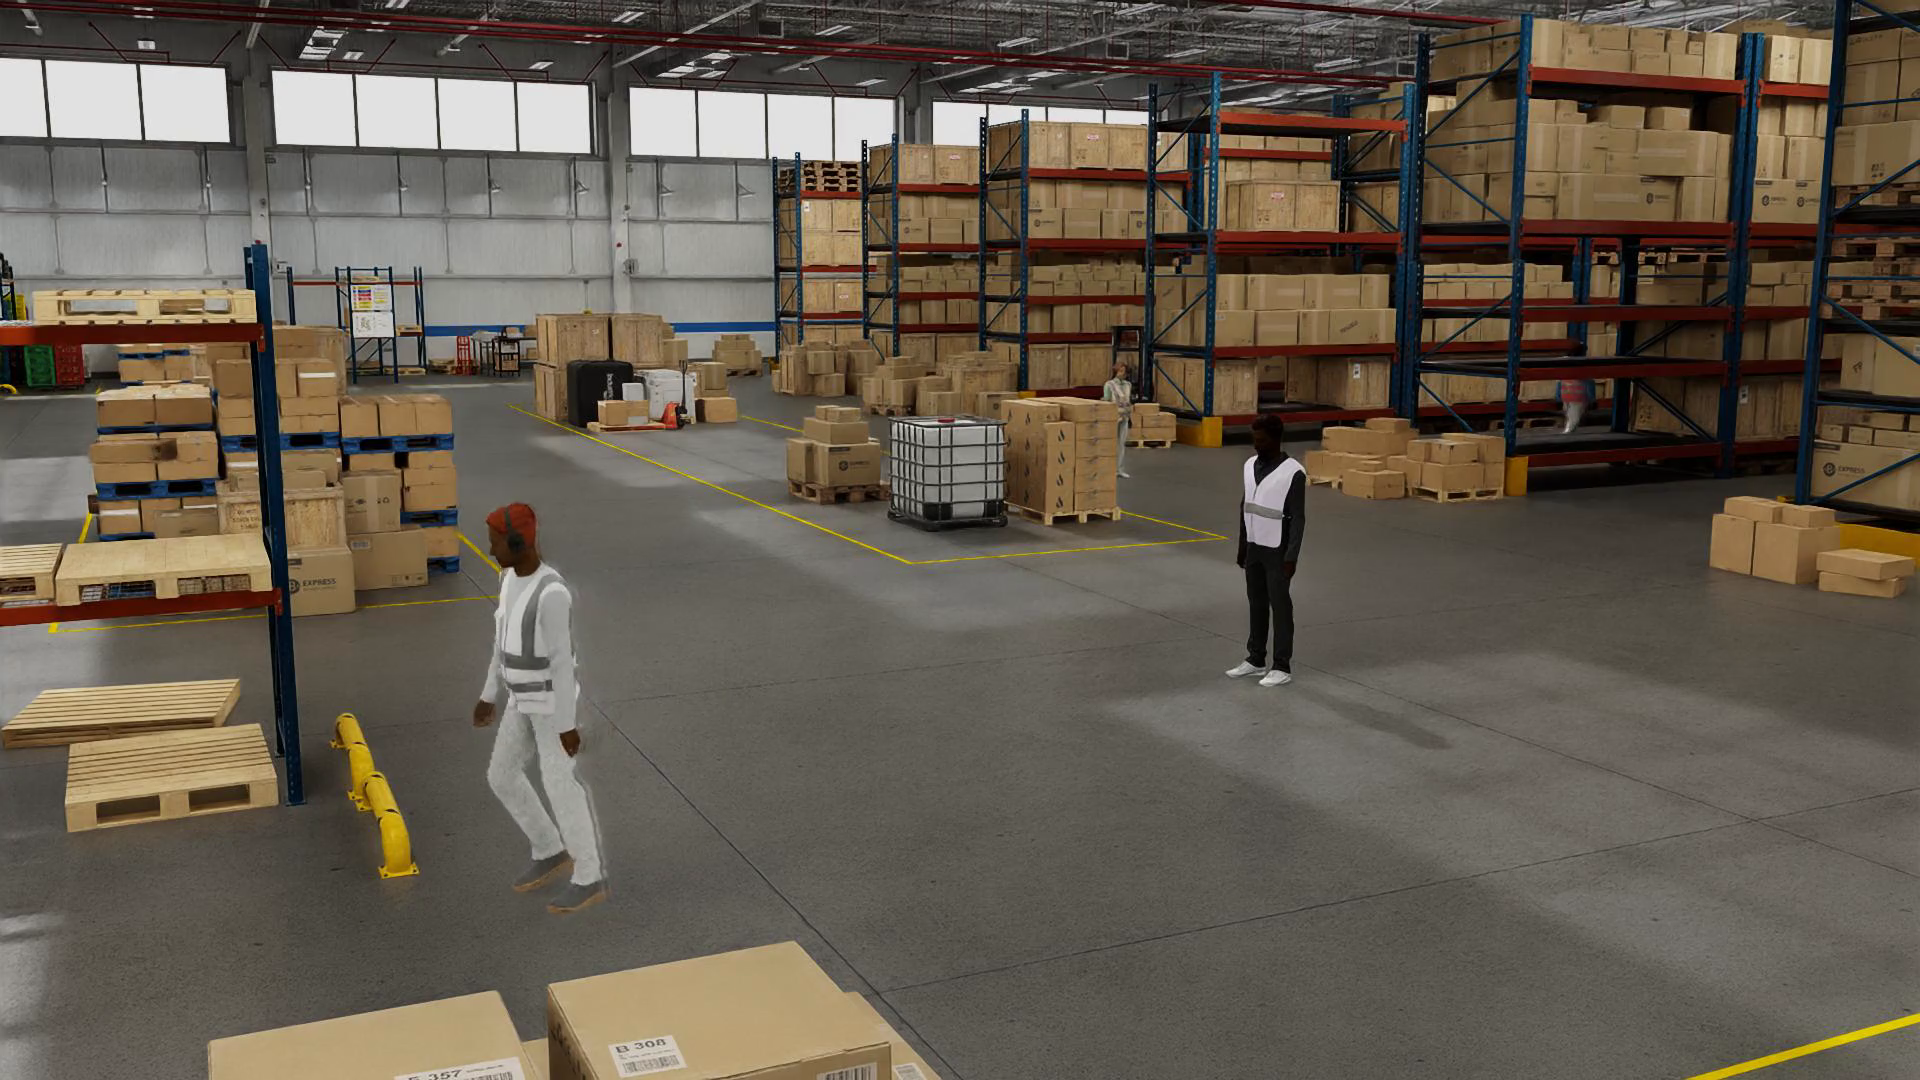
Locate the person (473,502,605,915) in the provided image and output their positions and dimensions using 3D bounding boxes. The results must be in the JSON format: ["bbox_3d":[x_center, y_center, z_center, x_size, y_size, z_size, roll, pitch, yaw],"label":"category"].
[{"bbox_3d":[-1.902,0.746,7.580,0.459,1.864,0.587,-7,11,-36],"label":"person"}]

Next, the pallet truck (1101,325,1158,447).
[{"bbox_3d":[2.881,-2.596,27.923,0.823,1.965,1.885,-1,9,-7],"label":"pallet truck"}]

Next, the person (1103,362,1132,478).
[{"bbox_3d":[2.210,-1.674,23.318,0.520,1.636,0.312,-7,12,-39],"label":"person"}]

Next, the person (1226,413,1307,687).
[{"bbox_3d":[2.179,0.063,11.691,0.392,1.914,0.587,-6,11,-31],"label":"person"}]

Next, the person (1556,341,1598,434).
[{"bbox_3d":[9.623,-2.164,25.799,0.867,1.812,0.620,-4,10,-22],"label":"person"}]

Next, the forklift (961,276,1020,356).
[{"bbox_3d":[1.041,-4.549,37.310,1.873,2.768,1.129,-4,10,-25],"label":"forklift"}]
